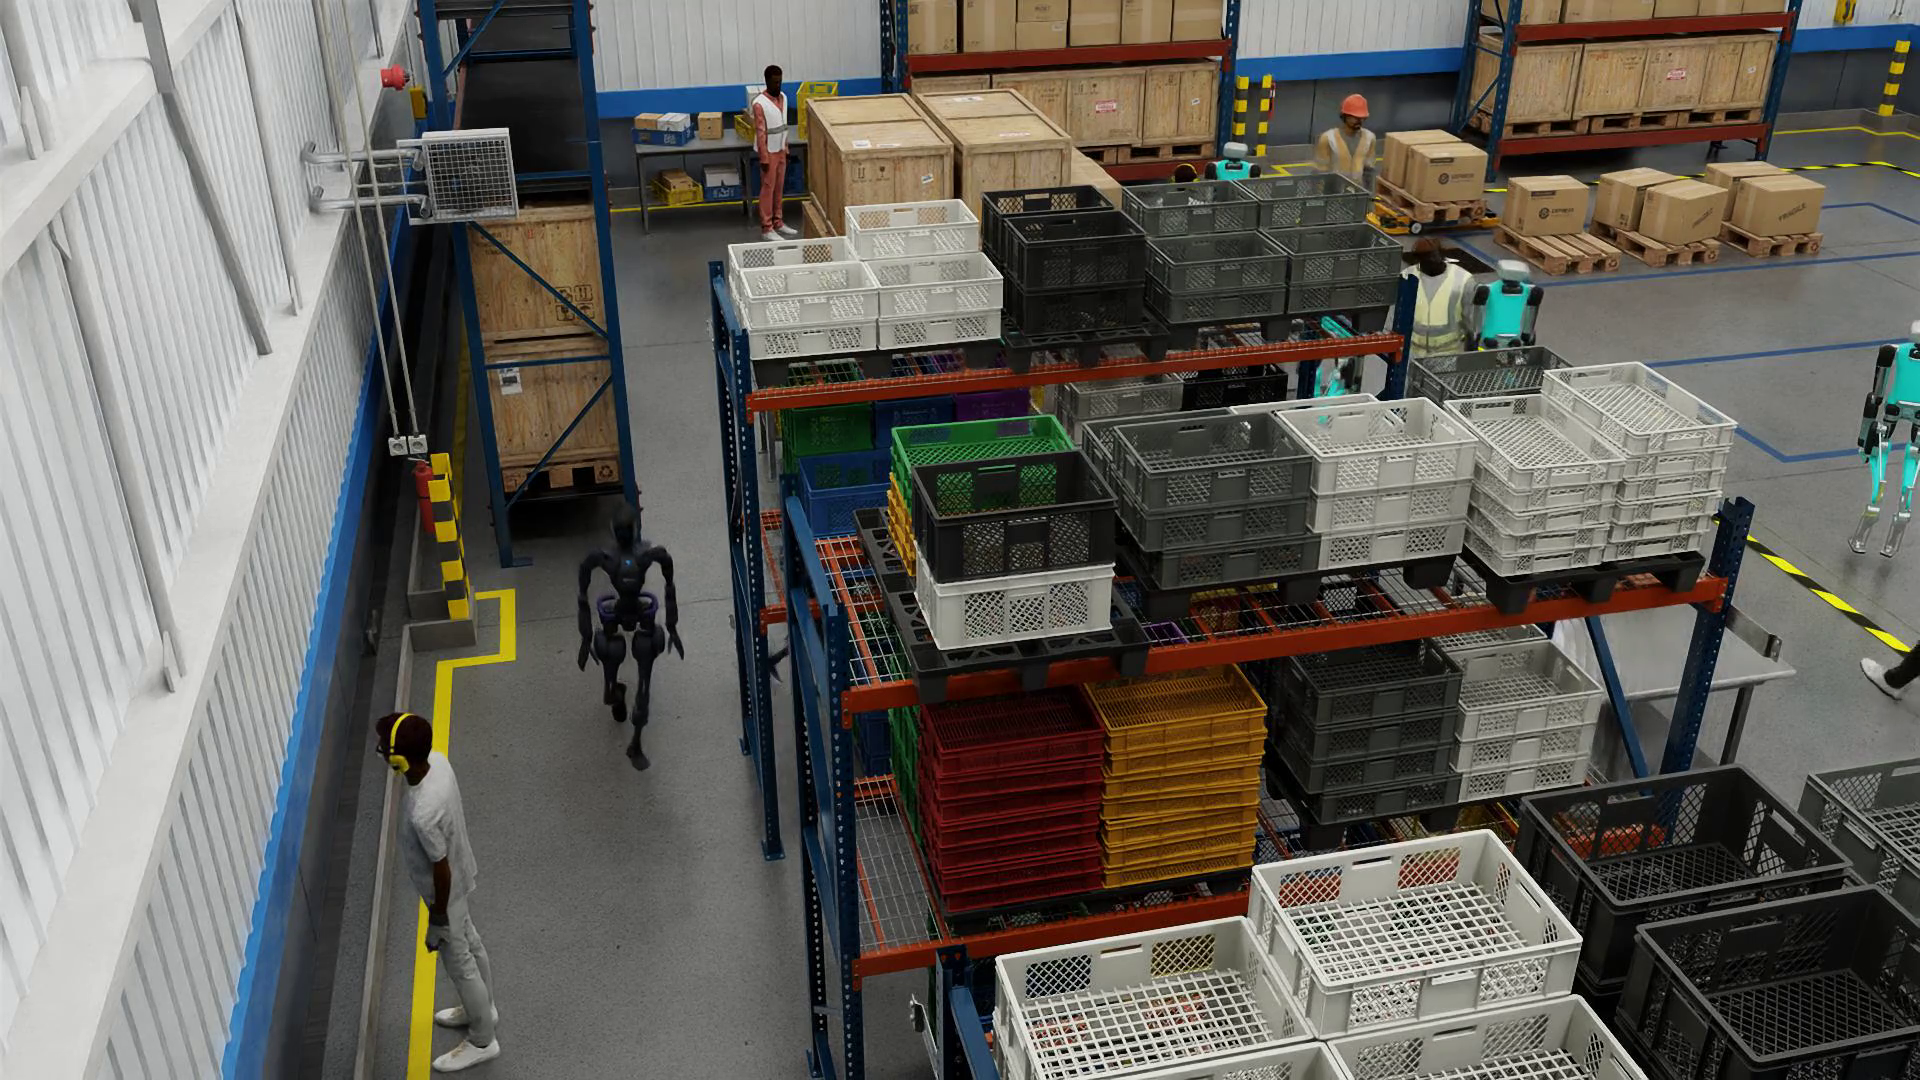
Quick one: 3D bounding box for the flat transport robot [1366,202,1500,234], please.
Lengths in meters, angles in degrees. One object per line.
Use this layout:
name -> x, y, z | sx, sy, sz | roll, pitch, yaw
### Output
flat transport robot -> 5.402, -3.752, 19.136 | 1.431, 0.197, 0.652 | -6, 28, -12

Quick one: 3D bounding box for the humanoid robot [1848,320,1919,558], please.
humanoid robot -> 6.519, -0.638, 11.534 | 0.533, 1.681, 0.735 | 13, 30, 23

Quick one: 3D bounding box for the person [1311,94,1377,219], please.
person -> 3.874, -3.439, 16.689 | 0.633, 2.026, 0.726 | -6, 28, -12

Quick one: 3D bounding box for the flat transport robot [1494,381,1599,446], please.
flat transport robot -> 4.780, -1.036, 14.013 | 0.659, 0.231, 1.431 | -6, 28, -12

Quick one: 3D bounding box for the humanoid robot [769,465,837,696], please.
humanoid robot -> -0.959, 0.233, 10.097 | 0.543, 1.638, 0.612 | -8, 29, -15

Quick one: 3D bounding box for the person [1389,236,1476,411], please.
person -> 3.760, -1.539, 13.304 | 0.668, 1.824, 0.430 | 12, 30, 21

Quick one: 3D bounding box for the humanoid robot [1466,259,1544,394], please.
humanoid robot -> 4.178, -1.214, 12.770 | 0.547, 1.792, 0.677 | -2, 28, -3

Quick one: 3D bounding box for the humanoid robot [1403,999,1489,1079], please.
humanoid robot -> 1.797, 2.257, 6.263 | 0.658, 1.637, 0.590 | -12, 30, -22

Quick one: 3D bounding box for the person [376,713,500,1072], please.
person -> -2.309, 1.559, 7.378 | 0.333, 1.866, 0.511 | -5, 28, -9

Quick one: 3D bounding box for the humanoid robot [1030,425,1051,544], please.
humanoid robot -> 0.613, 0.010, 10.564 | 0.729, 1.642, 0.608 | -6, 28, -11

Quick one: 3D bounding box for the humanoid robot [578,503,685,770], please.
humanoid robot -> -1.925, 0.497, 9.617 | 0.612, 1.638, 0.608 | -9, 29, -16

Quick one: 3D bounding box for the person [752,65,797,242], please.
person -> -2.072, -4.287, 18.416 | 0.395, 1.915, 0.587 | 12, 30, 21

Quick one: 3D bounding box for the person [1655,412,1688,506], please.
person -> 4.247, 0.011, 10.419 | 0.320, 1.766, 0.531 | -14, 31, -24

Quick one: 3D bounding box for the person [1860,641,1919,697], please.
person -> 6.019, 0.301, 9.833 | 0.596, 1.799, 0.974 | -9, 29, -16

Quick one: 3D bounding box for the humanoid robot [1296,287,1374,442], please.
humanoid robot -> 2.779, -1.227, 12.815 | 0.537, 1.739, 0.920 | 13, 30, 23

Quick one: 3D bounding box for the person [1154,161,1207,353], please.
person -> 1.984, -2.486, 15.047 | 0.531, 1.868, 0.309 | 8, 29, 15

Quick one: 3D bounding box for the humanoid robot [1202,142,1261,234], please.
humanoid robot -> 2.563, -2.812, 15.853 | 0.544, 1.813, 0.770 | 2, 28, 3

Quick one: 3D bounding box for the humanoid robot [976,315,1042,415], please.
humanoid robot -> 0.431, -0.960, 12.232 | 0.680, 1.750, 0.547 | 7, 29, 14

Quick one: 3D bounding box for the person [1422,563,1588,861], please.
person -> 2.891, 0.970, 8.366 | 1.010, 1.991, 0.600 | 6, 28, 11

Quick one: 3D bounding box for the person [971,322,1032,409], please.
person -> 0.337, -1.095, 12.500 | 0.937, 1.775, 0.587 | 17, 32, 29
